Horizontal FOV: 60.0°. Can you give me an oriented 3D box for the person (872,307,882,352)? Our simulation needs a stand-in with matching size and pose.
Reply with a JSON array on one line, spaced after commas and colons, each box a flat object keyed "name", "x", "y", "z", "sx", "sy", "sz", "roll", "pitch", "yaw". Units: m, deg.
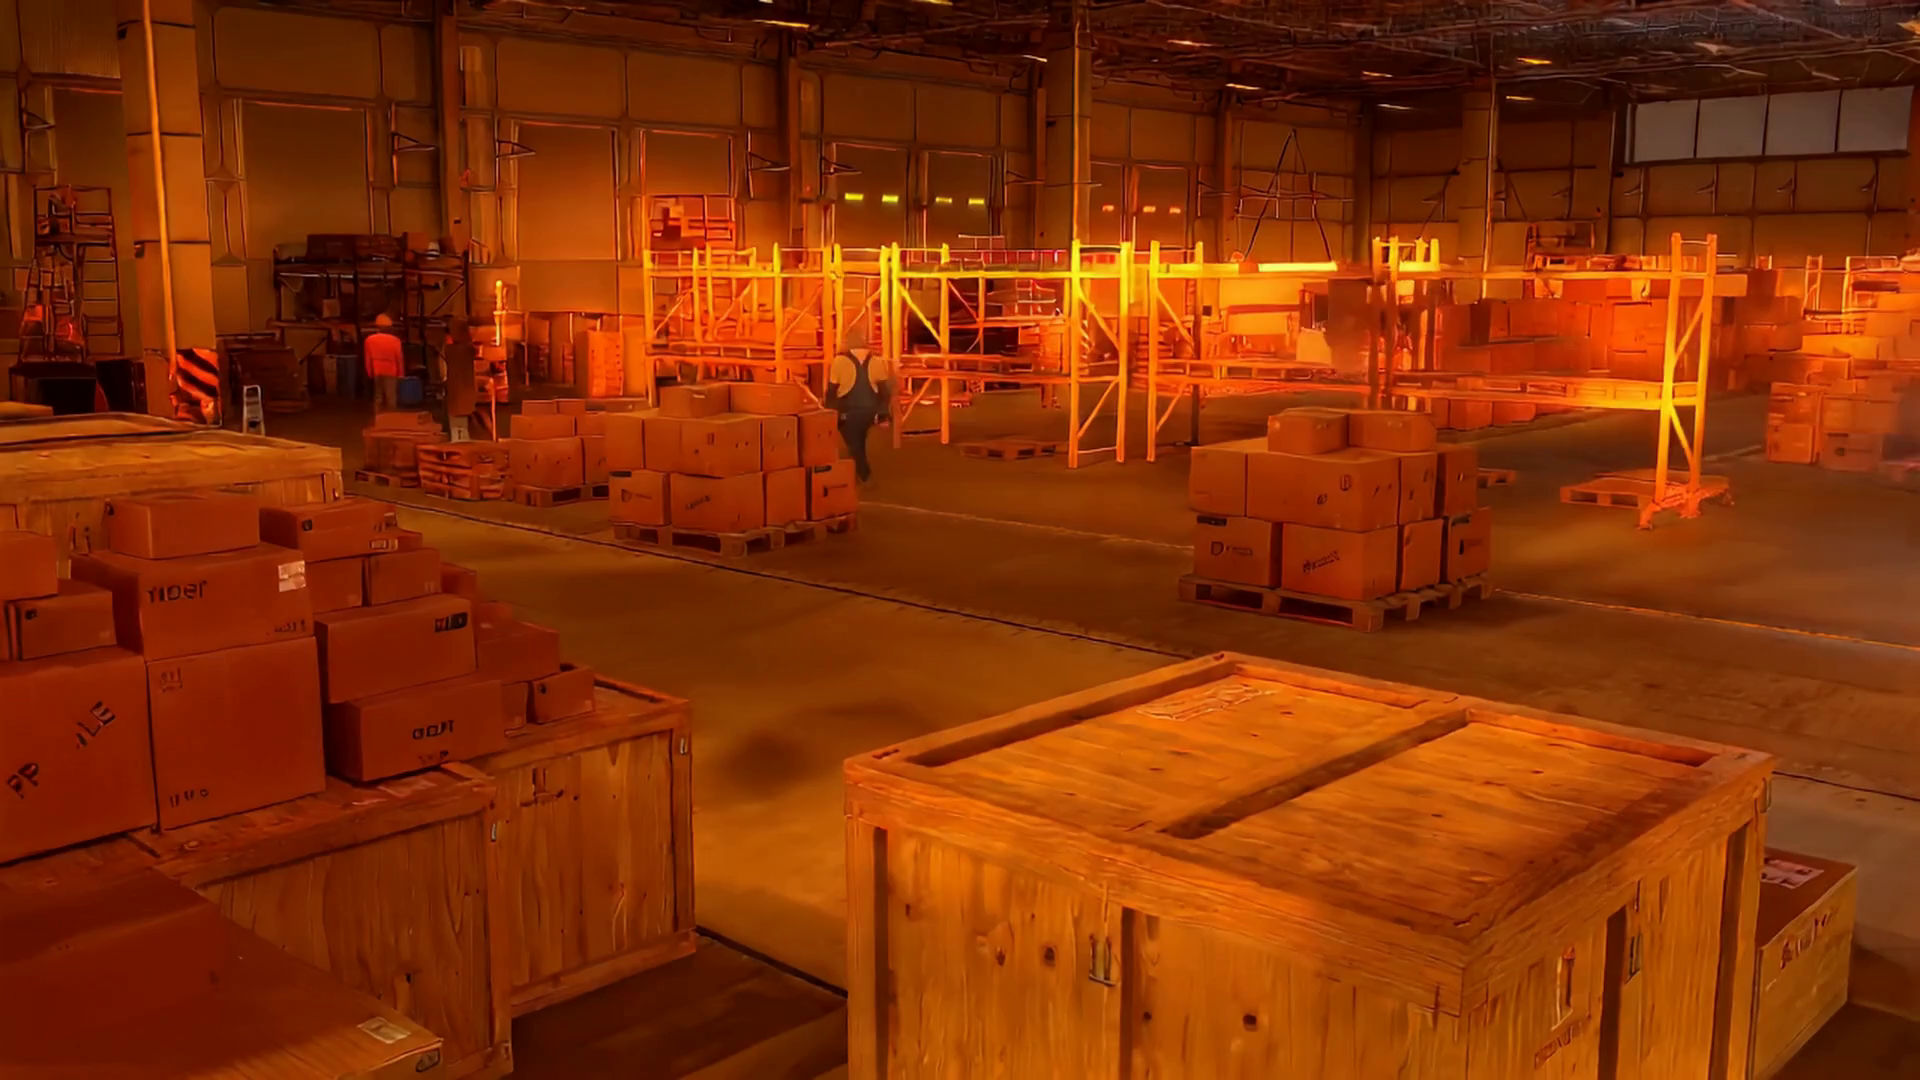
[{"name": "person", "x": -2.185, "y": -5.396, "z": 44.455, "sx": 0.318, "sy": 1.632, "sz": 0.525, "roll": -1, "pitch": 9, "yaw": -8}]

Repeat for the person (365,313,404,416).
[{"name": "person", "x": -9.450, "y": -2.756, "z": 27.362, "sx": 0.595, "sy": 1.925, "sz": 0.377, "roll": 1, "pitch": 9, "yaw": 6}]

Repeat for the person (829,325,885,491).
[{"name": "person", "x": -1.229, "y": -1.618, "z": 20.031, "sx": 0.694, "sy": 2.000, "sz": 0.935, "roll": -5, "pitch": 11, "yaw": -29}]

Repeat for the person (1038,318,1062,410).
[{"name": "person", "x": 1.721, "y": -3.332, "z": 31.489, "sx": 0.484, "sy": 1.735, "sz": 0.335, "roll": -5, "pitch": 10, "yaw": -27}]

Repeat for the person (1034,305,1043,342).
[{"name": "person", "x": 2.365, "y": -6.139, "z": 48.933, "sx": 0.880, "sy": 1.656, "sz": 0.532, "roll": -6, "pitch": 11, "yaw": -35}]

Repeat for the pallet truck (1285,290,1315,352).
[{"name": "pallet truck", "x": 11.297, "y": -6.951, "z": 52.861, "sx": 1.885, "sy": 1.965, "sz": 0.823, "roll": -5, "pitch": 11, "yaw": -29}]

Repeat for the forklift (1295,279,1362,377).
[{"name": "forklift", "x": 9.386, "y": -5.479, "z": 41.136, "sx": 1.873, "sy": 2.768, "sz": 1.129, "roll": 9, "pitch": 13, "yaw": 43}]

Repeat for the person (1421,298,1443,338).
[{"name": "person", "x": 11.627, "y": -4.965, "z": 40.870, "sx": 0.629, "sy": 1.940, "sz": 0.373, "roll": 8, "pitch": 12, "yaw": 41}]

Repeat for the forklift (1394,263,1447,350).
[{"name": "forklift", "x": 12.979, "y": -6.277, "z": 46.033, "sx": 1.129, "sy": 2.768, "sz": 1.873, "roll": -3, "pitch": 10, "yaw": -18}]

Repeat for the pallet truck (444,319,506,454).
[{"name": "pallet truck", "x": -6.981, "y": -1.942, "z": 22.150, "sx": 1.885, "sy": 1.965, "sz": 0.823, "roll": 1, "pitch": 9, "yaw": 9}]
